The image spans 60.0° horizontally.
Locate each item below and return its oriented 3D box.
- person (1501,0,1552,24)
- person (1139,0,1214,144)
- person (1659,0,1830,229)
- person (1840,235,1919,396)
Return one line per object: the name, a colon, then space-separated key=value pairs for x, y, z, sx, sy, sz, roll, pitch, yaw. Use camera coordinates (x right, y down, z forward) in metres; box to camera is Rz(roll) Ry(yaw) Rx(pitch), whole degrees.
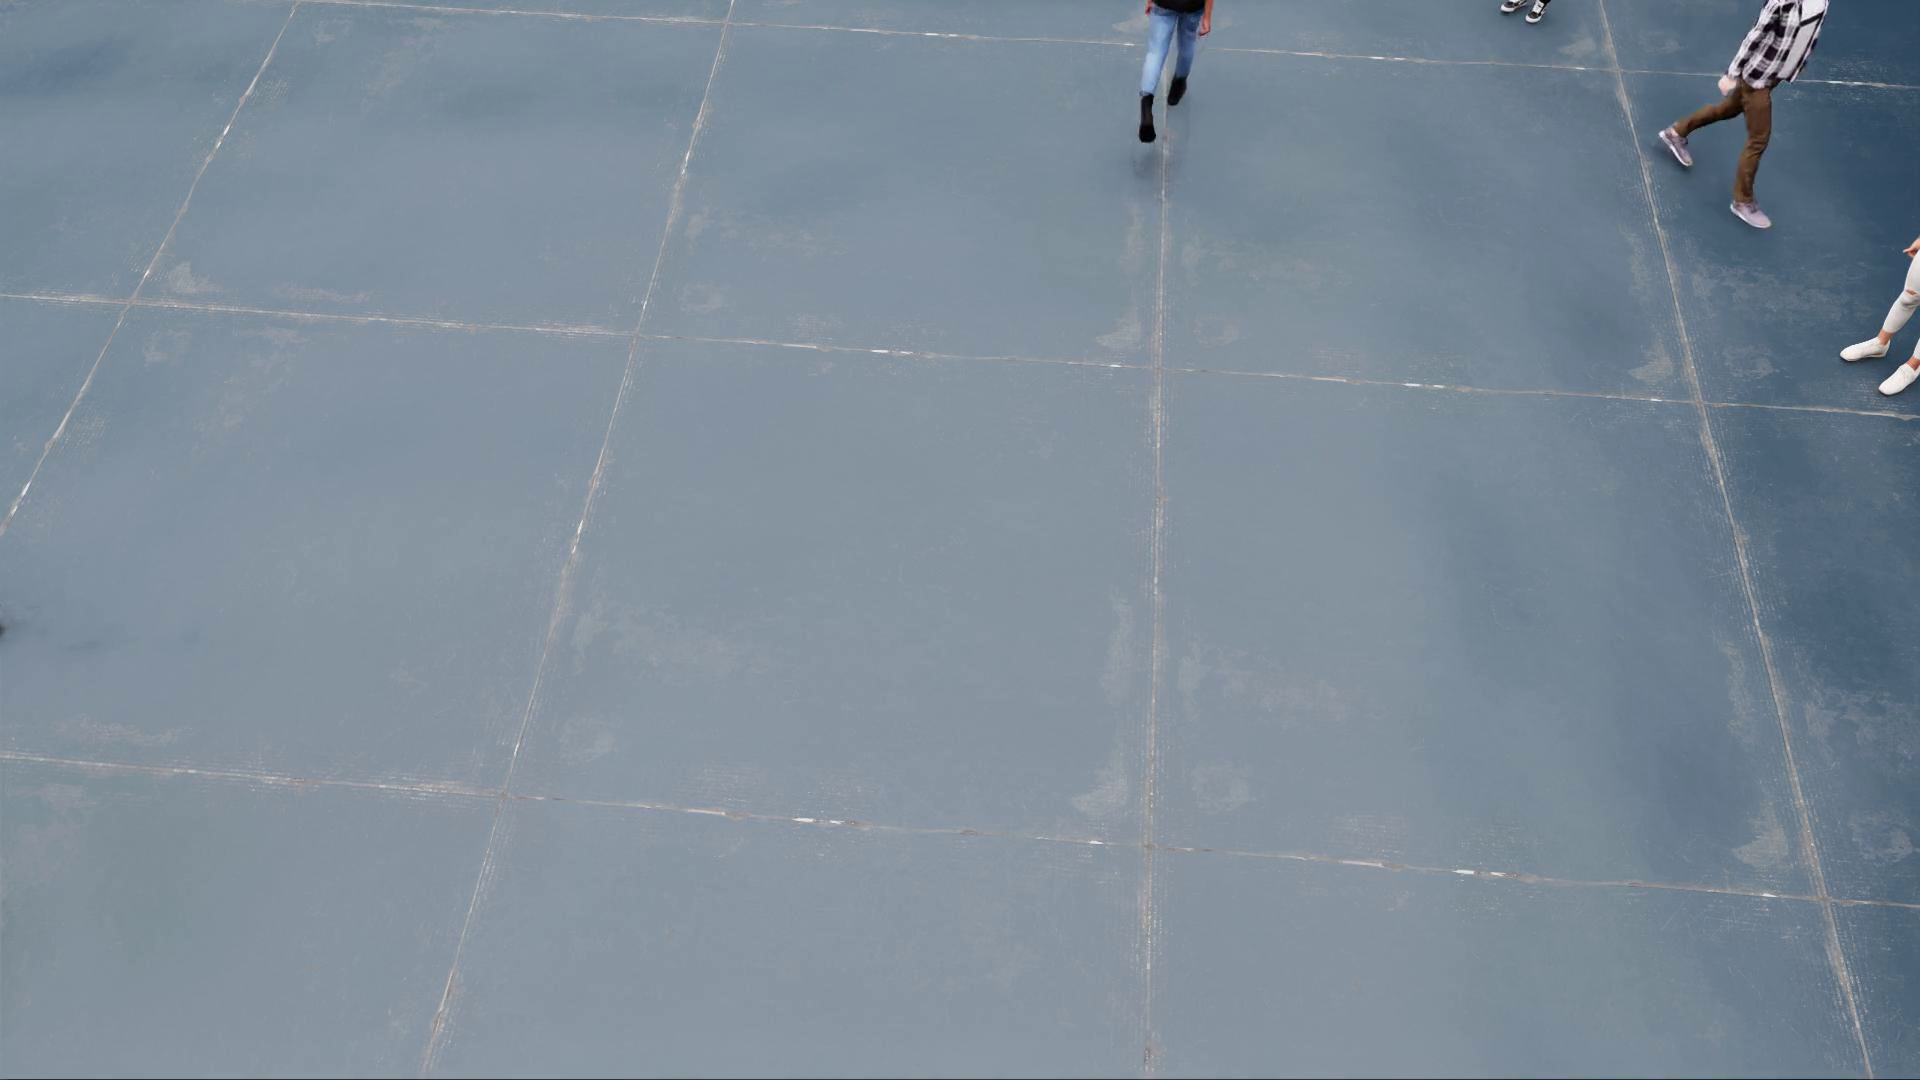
person: x=3.901 y=-4.037 z=10.967 sx=0.548 sy=1.253 sz=0.645 roll=31 pitch=58 yaw=22
person: x=1.304 y=-3.188 z=10.047 sx=1.054 sy=1.669 sz=0.739 roll=11 pitch=53 yaw=9
person: x=4.605 y=-2.765 z=9.661 sx=1.176 sy=1.762 sz=1.160 roll=-27 pitch=57 yaw=-19
person: x=5.214 y=-1.484 z=8.705 sx=0.691 sy=1.704 sz=0.685 roll=-21 pitch=55 yaw=-15
